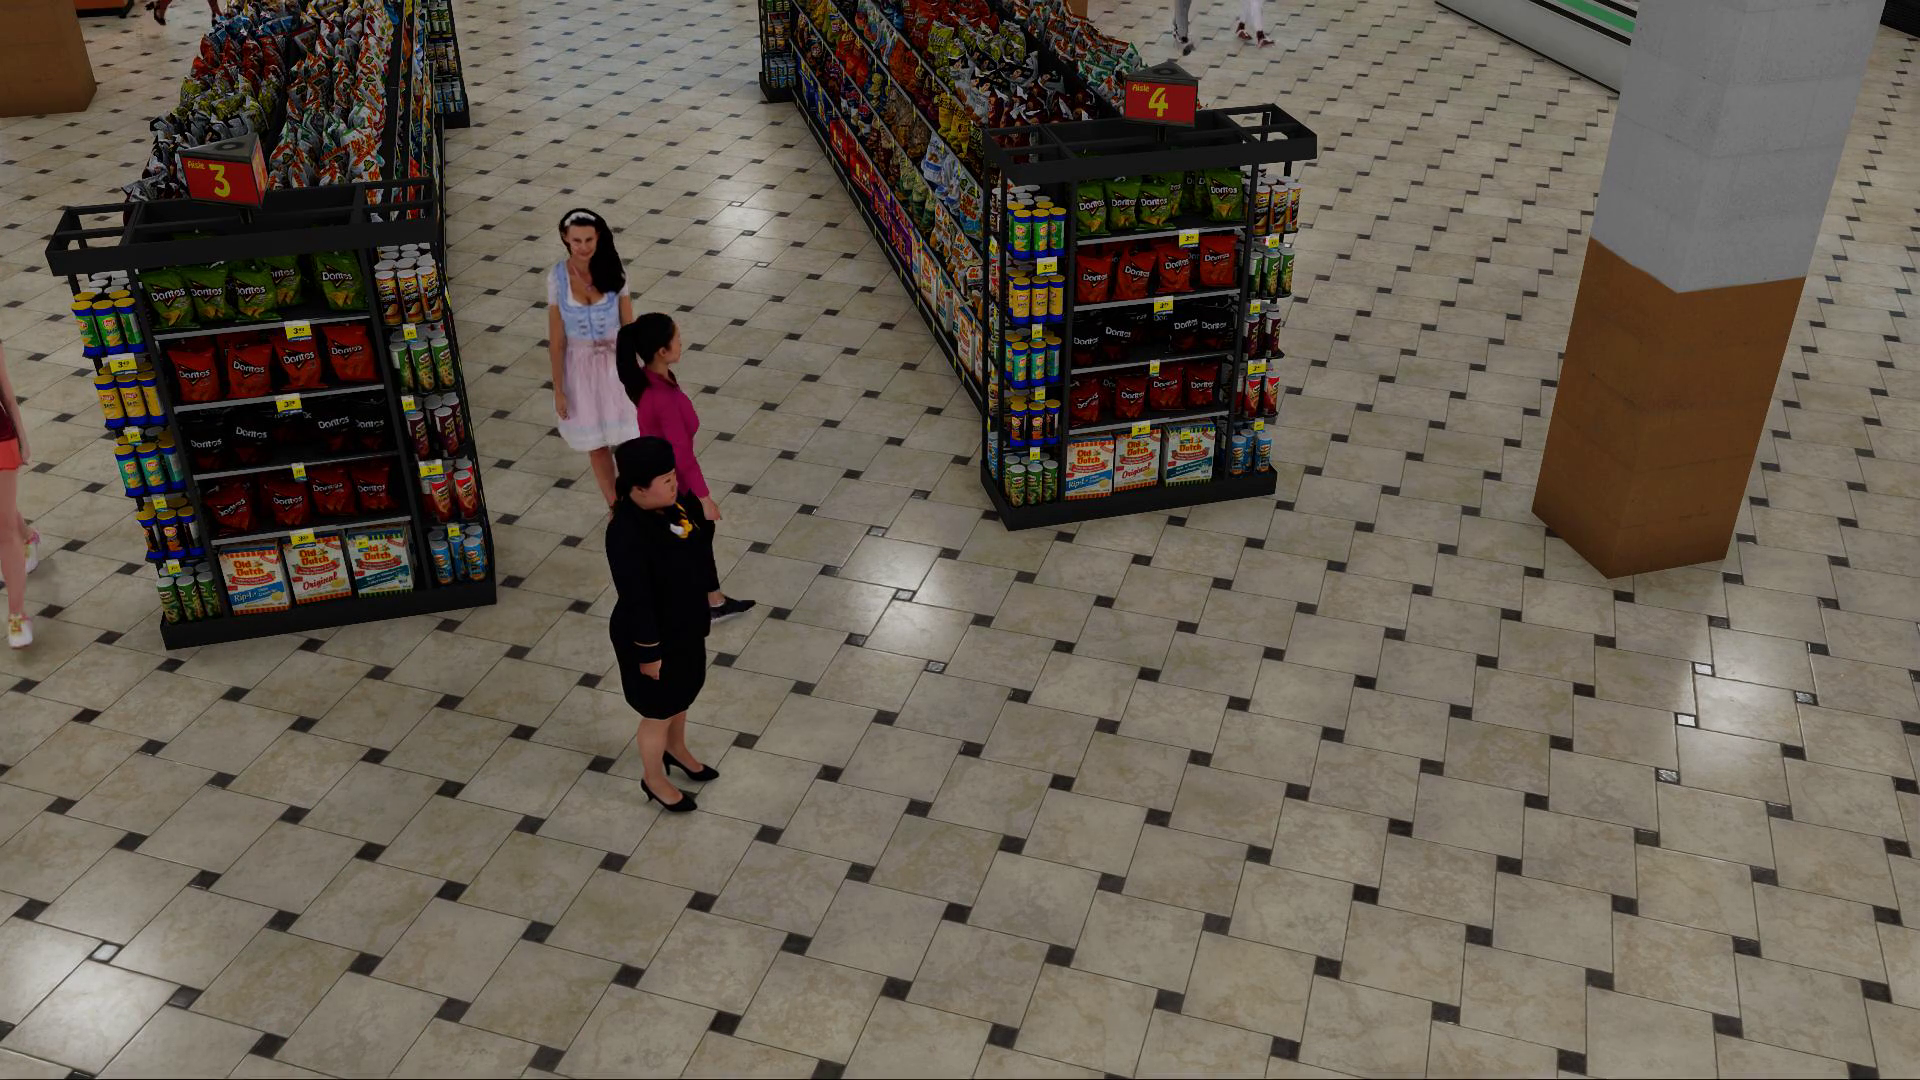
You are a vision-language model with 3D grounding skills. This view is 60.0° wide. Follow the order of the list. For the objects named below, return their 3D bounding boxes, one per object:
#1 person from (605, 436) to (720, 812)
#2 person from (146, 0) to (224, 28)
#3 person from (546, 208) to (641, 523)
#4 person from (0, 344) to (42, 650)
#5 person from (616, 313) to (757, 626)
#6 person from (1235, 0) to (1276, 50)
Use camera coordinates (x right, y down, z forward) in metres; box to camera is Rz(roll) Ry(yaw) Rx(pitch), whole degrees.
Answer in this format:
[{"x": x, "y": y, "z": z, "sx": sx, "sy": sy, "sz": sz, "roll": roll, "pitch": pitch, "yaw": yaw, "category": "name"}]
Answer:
[{"x": -1.186, "y": 0.342, "z": 6.553, "sx": 0.847, "sy": 1.671, "sz": 0.729, "roll": 6, "pitch": 32, "yaw": 10, "category": "person"}, {"x": -7.755, "y": -5.898, "z": 16.490, "sx": 0.868, "sy": 1.769, "sz": 1.061, "roll": -20, "pitch": 37, "yaw": -29, "category": "person"}, {"x": -1.815, "y": -0.820, "z": 8.295, "sx": 0.690, "sy": 1.804, "sz": 0.795, "roll": -7, "pitch": 32, "yaw": -10, "category": "person"}, {"x": -4.575, "y": -0.440, "z": 7.788, "sx": 0.585, "sy": 1.694, "sz": 1.187, "roll": -9, "pitch": 33, "yaw": -13, "category": "person"}, {"x": -1.398, "y": -0.211, "z": 7.430, "sx": 0.691, "sy": 1.683, "sz": 0.791, "roll": -11, "pitch": 34, "yaw": -17, "category": "person"}, {"x": 2.874, "y": -5.726, "z": 16.283, "sx": 0.701, "sy": 1.693, "sz": 1.072, "roll": -12, "pitch": 34, "yaw": -18, "category": "person"}]
